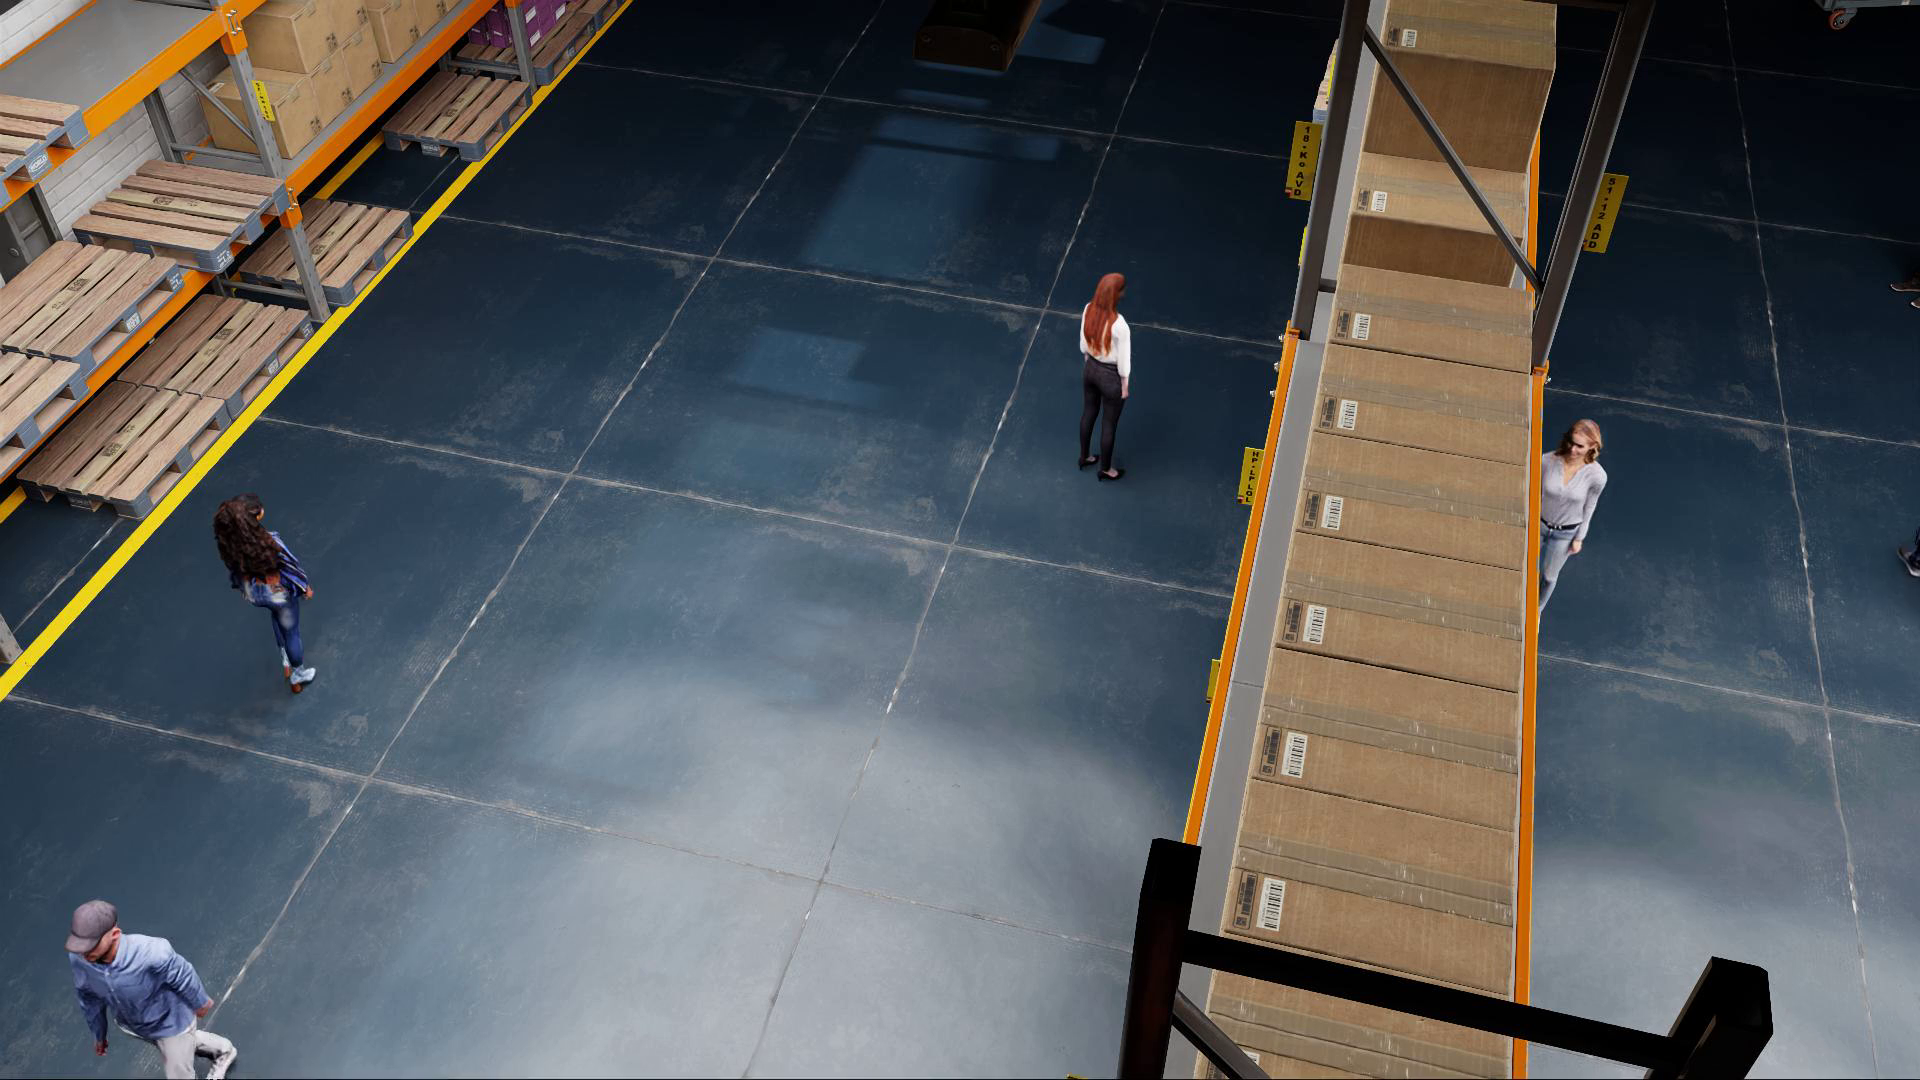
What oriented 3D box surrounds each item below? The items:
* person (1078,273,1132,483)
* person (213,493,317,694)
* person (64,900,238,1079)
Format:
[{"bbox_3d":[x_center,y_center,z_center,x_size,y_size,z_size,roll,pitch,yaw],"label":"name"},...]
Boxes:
[{"bbox_3d":[1.045,-1.171,12.037,0.675,1.760,0.667,-32,52,-29],"label":"person"},{"bbox_3d":[-4.387,0.383,10.514,0.638,1.610,0.599,9,44,9],"label":"person"},{"bbox_3d":[-3.989,2.306,8.324,0.713,1.847,1.127,7,44,8],"label":"person"}]
